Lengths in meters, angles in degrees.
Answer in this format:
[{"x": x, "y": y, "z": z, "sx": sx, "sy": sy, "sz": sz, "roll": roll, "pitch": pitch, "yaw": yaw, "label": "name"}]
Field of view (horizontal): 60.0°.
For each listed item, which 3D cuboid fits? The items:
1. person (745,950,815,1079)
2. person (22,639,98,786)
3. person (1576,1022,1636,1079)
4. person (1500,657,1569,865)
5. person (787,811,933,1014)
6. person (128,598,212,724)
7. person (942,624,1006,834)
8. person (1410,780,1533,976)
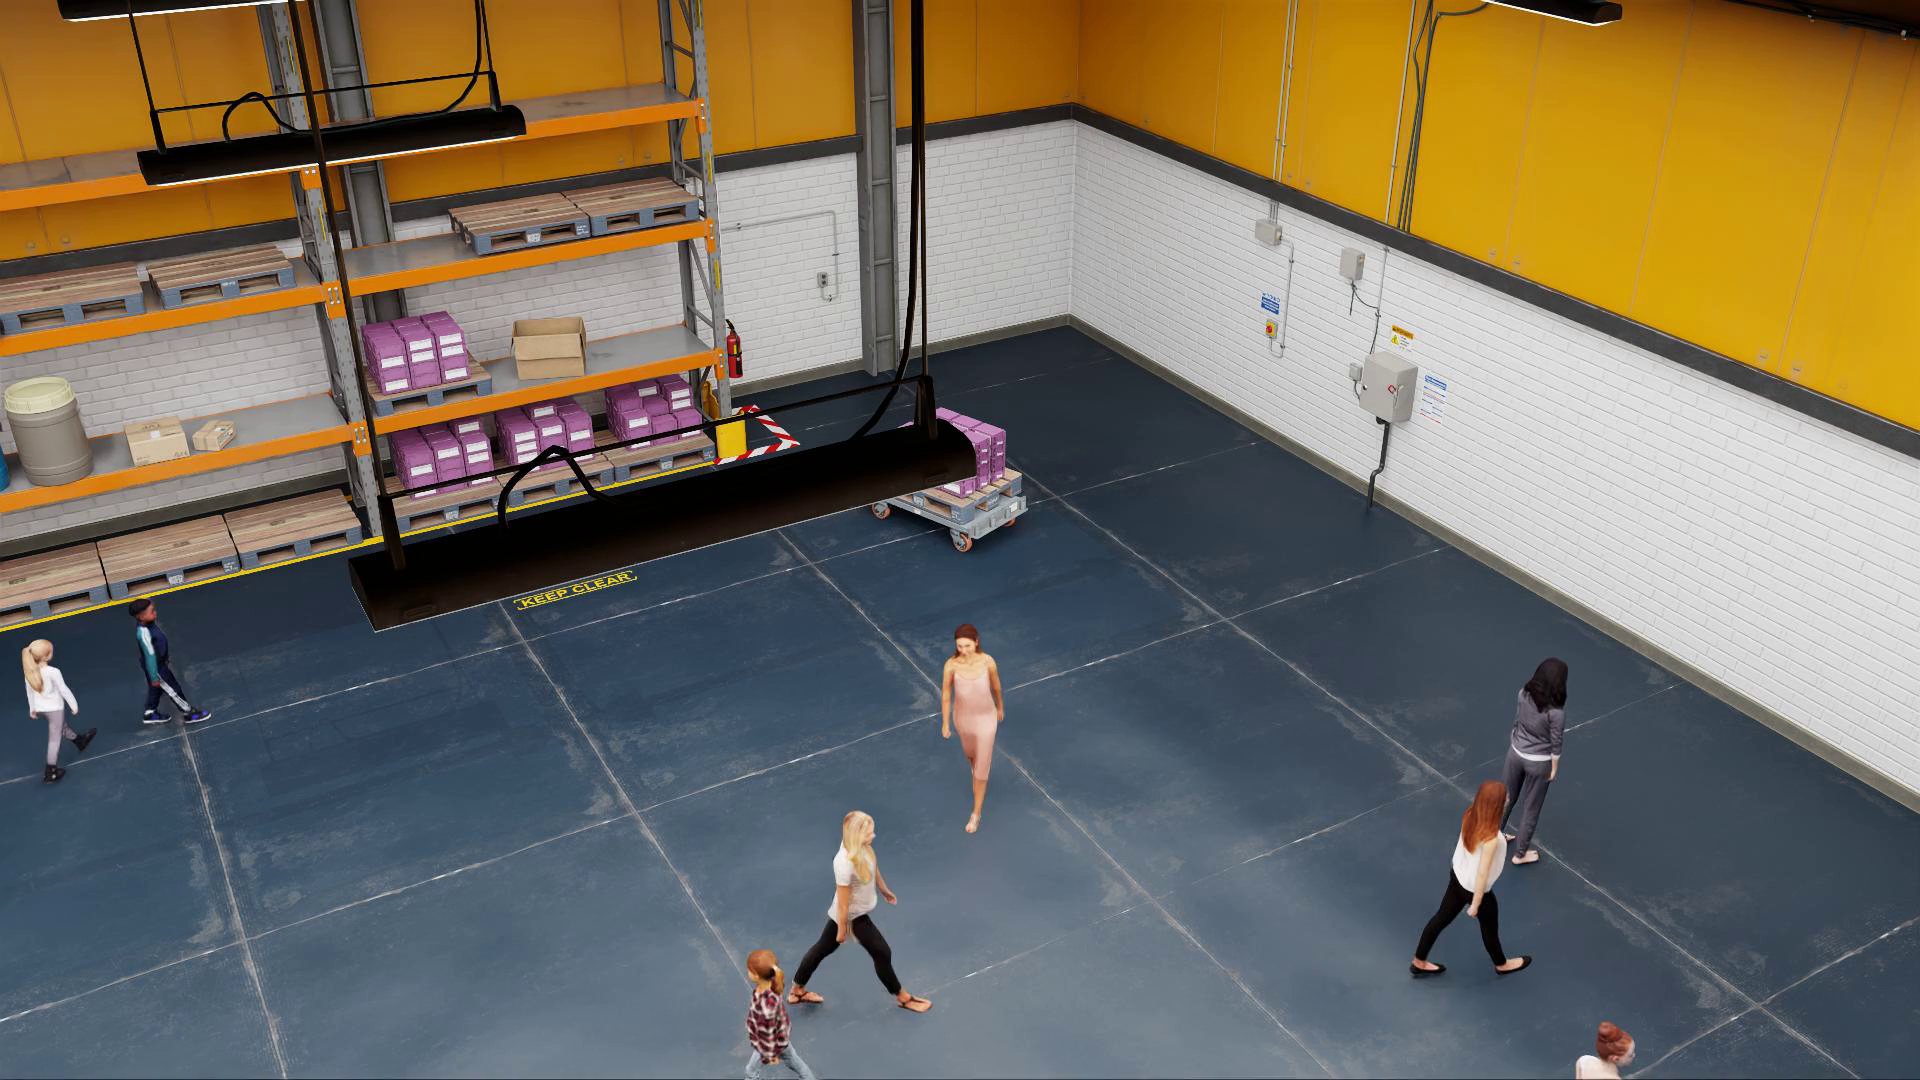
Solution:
[{"x": -1.111, "y": 3.120, "z": 10.458, "sx": 1.007, "sy": 1.259, "sz": 0.850, "roll": 1, "pitch": 29, "yaw": 2, "label": "person"}, {"x": -7.471, "y": 1.422, "z": 13.581, "sx": 0.858, "sy": 1.249, "sz": 0.929, "roll": 7, "pitch": 29, "yaw": 12, "label": "person"}, {"x": 3.533, "y": 3.424, "z": 9.342, "sx": 0.509, "sy": 1.793, "sz": 0.582, "roll": -12, "pitch": 31, "yaw": -21, "label": "person"}, {"x": 4.317, "y": 1.665, "z": 12.605, "sx": 0.544, "sy": 1.756, "sz": 0.604, "roll": -20, "pitch": 34, "yaw": -32, "label": "person"}, {"x": -0.822, "y": 2.502, "z": 11.068, "sx": 1.295, "sy": 1.760, "sz": 0.992, "roll": -1, "pitch": 29, "yaw": -3, "label": "person"}, {"x": -6.945, "y": 1.060, "z": 14.256, "sx": 0.814, "sy": 1.239, "sz": 0.606, "roll": -9, "pitch": 30, "yaw": -16, "label": "person"}, {"x": 0.126, "y": 1.364, "z": 13.146, "sx": 1.137, "sy": 1.766, "sz": 1.069, "roll": -2, "pitch": 29, "yaw": -3, "label": "person"}, {"x": 3.428, "y": 2.365, "z": 11.404, "sx": 1.131, "sy": 1.677, "sz": 0.833, "roll": -4, "pitch": 29, "yaw": -8, "label": "person"}]
